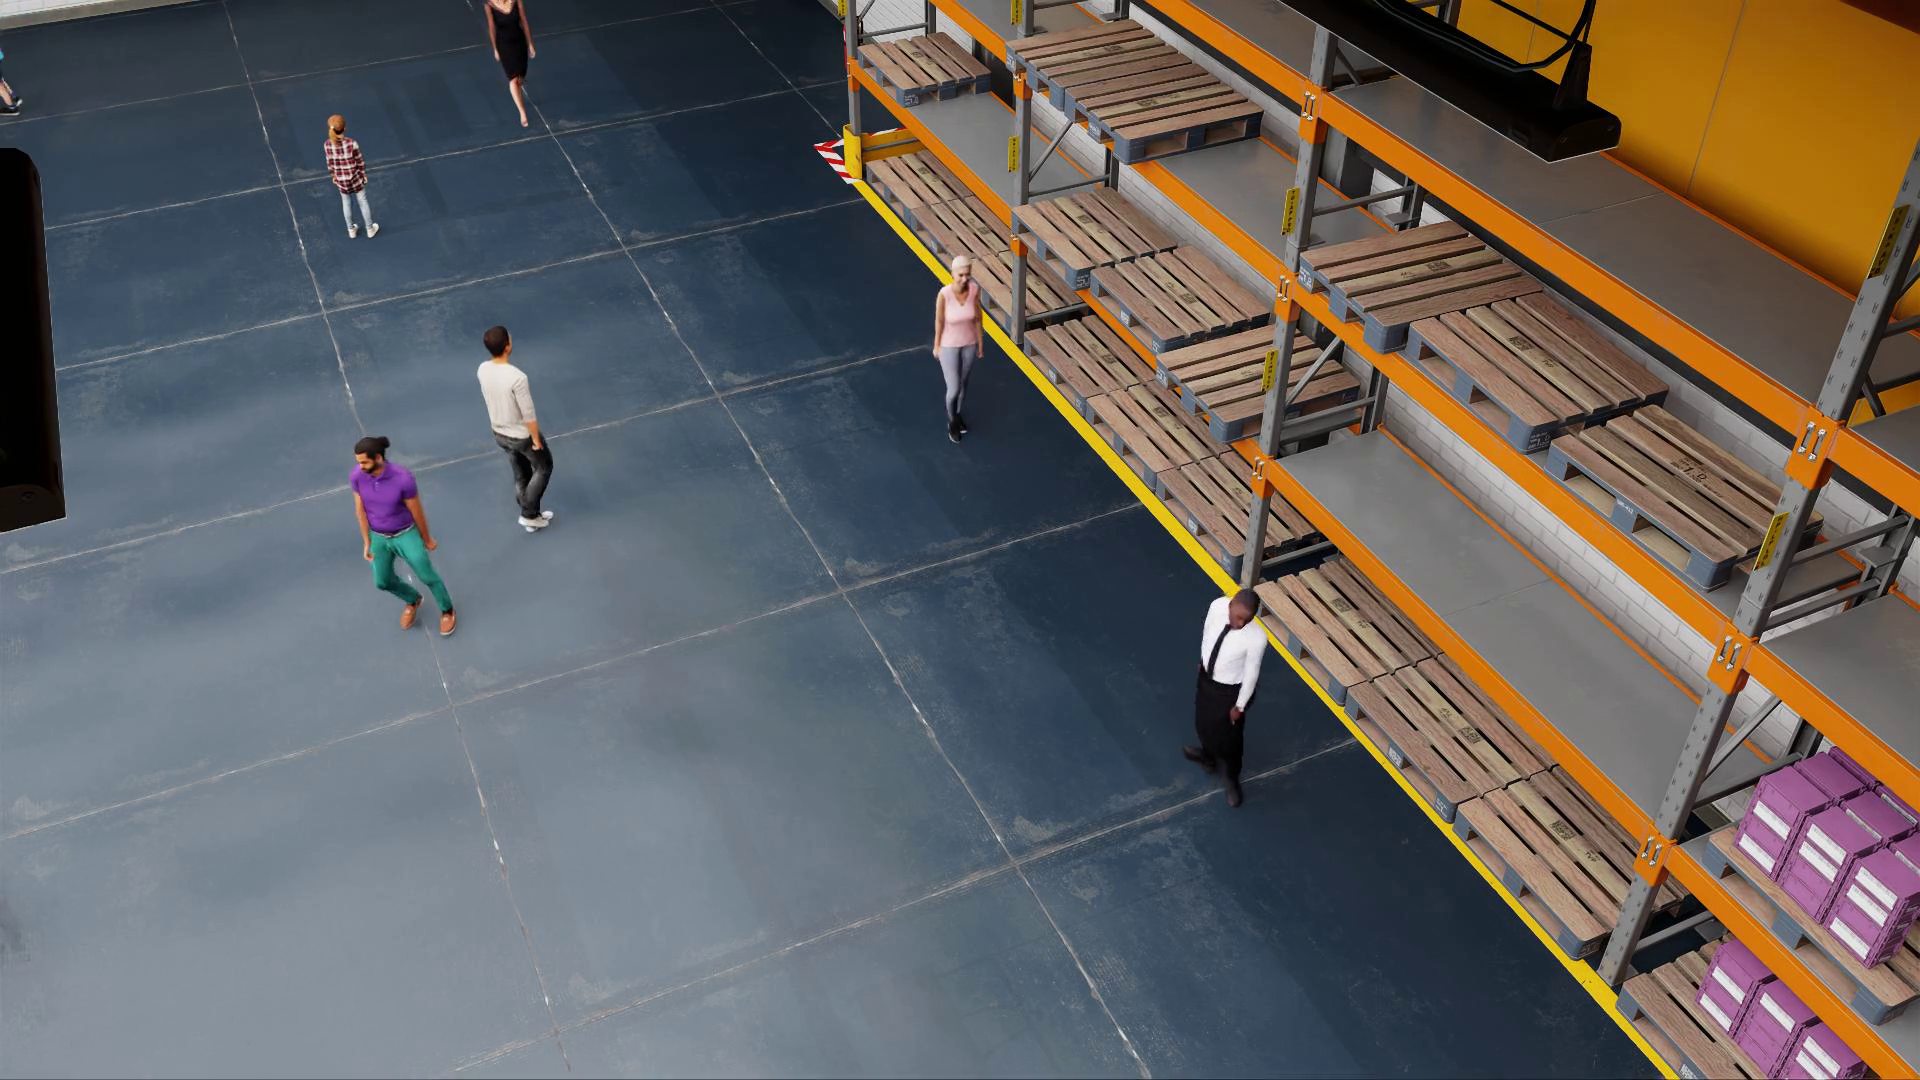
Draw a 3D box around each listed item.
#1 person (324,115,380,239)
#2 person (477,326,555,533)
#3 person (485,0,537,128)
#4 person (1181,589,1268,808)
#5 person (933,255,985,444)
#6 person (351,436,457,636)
[{"bbox_3d":[-6.232,-3.705,16.956,0.590,1.303,0.599,-2,39,-2],"label":"person"},{"bbox_3d":[-3.506,-0.786,12.907,0.804,1.793,0.874,20,43,23],"label":"person"},{"bbox_3d":[-5.151,-5.680,19.102,0.610,1.711,1.035,-17,41,-20],"label":"person"},{"bbox_3d":[1.703,0.897,10.792,0.879,1.804,0.511,-12,40,-15],"label":"person"},{"bbox_3d":[-0.042,-1.688,14.100,0.576,1.714,0.638,-14,41,-17],"label":"person"},{"bbox_3d":[-4.080,-0.072,12.054,0.801,1.744,0.850,0,39,-1],"label":"person"}]
